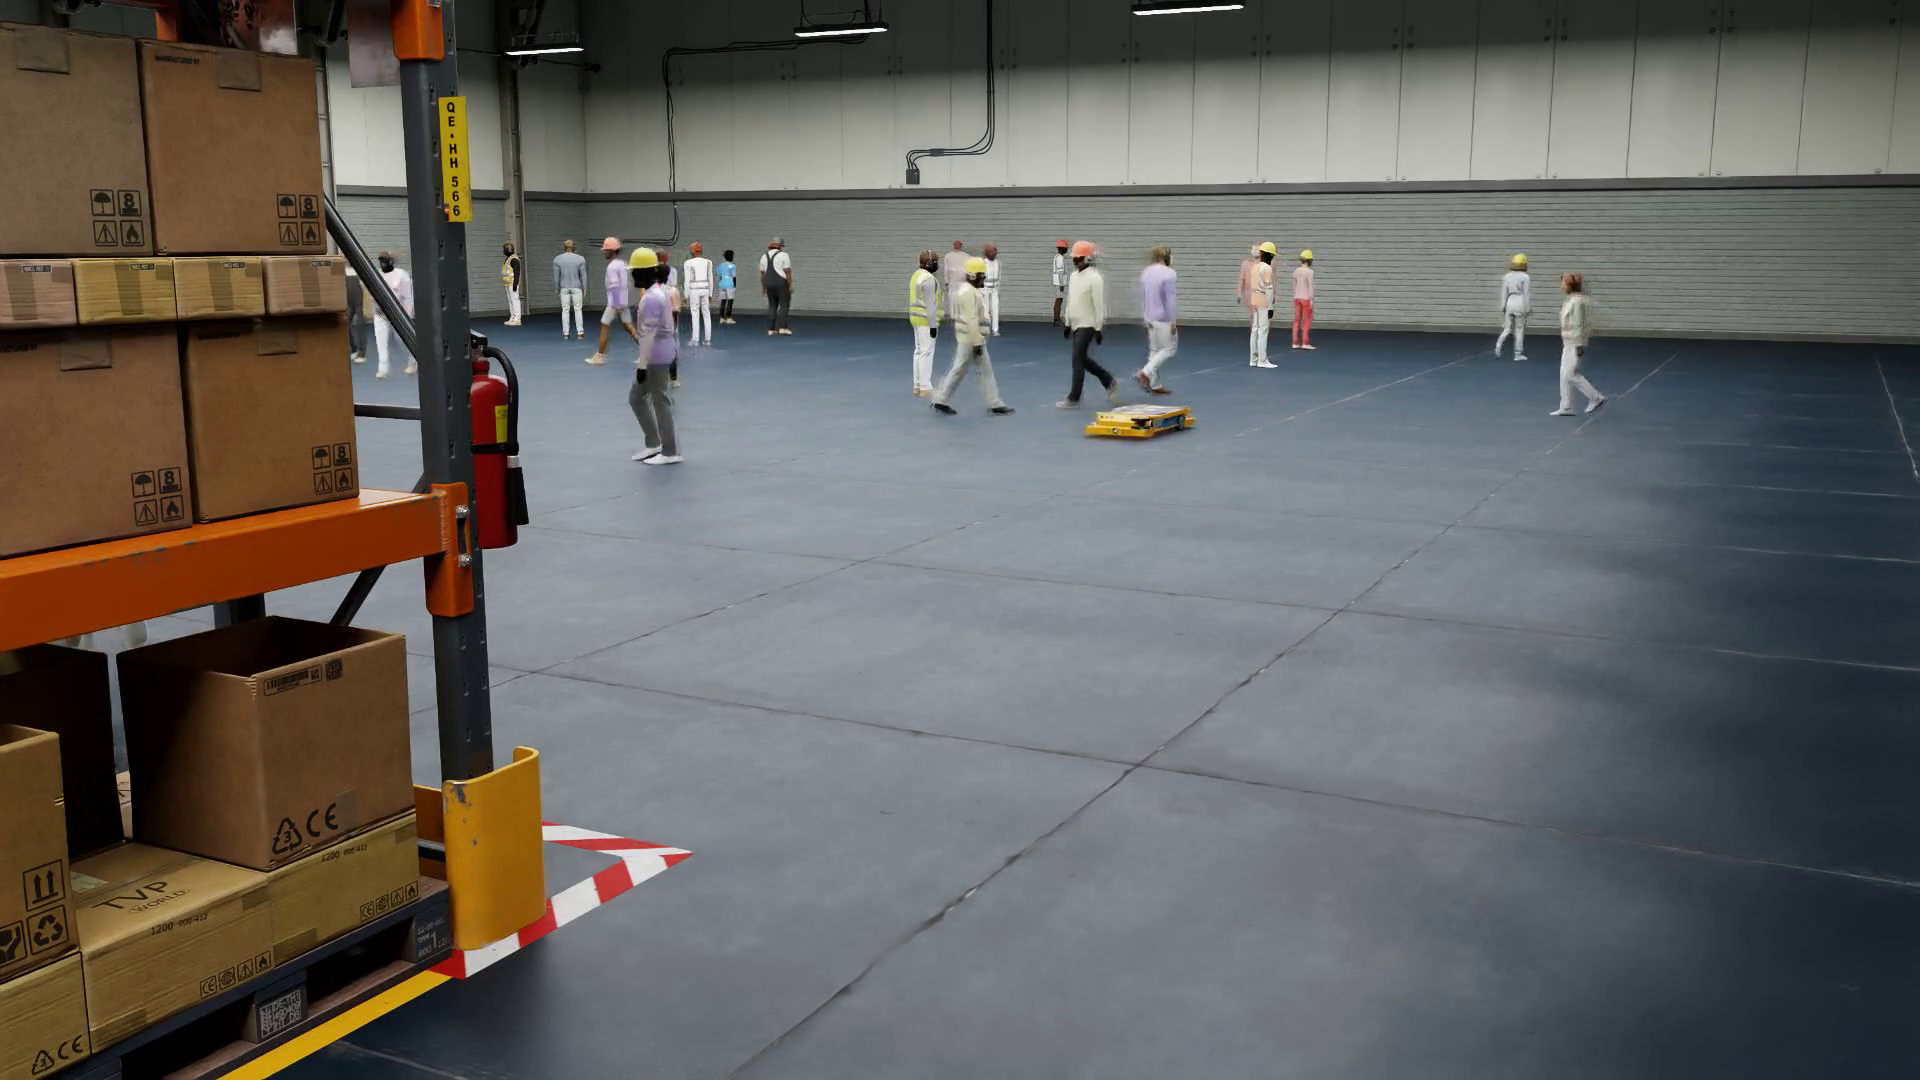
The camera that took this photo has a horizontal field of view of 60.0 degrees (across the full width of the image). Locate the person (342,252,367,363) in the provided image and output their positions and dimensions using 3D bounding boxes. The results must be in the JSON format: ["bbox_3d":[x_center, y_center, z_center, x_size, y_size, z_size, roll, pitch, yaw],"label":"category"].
[{"bbox_3d":[-9.577,-3.699,26.297,0.506,1.824,0.440,1,10,7],"label":"person"}]

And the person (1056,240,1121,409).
[{"bbox_3d":[1.523,-2.536,19.577,0.827,1.967,0.612,-4,11,-23],"label":"person"}]

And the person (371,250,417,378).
[{"bbox_3d":[-8.122,-3.240,23.847,0.632,1.816,0.869,2,11,10],"label":"person"}]

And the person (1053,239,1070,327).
[{"bbox_3d":[2.255,-5.699,36.903,0.368,1.935,0.552,0,10,-2],"label":"person"}]

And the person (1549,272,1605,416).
[{"bbox_3d":[6.889,-2.170,18.518,0.471,1.618,0.557,1,10,7],"label":"person"}]

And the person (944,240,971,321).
[{"bbox_3d":[-0.047,-6.107,39.214,0.643,1.909,0.400,1,10,5],"label":"person"}]

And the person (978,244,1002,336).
[{"bbox_3d":[0.543,-5.038,33.527,0.594,1.857,0.709,-6,12,-31],"label":"person"}]

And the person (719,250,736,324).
[{"bbox_3d":[-5.307,-5.786,38.081,0.535,1.681,0.342,9,13,39],"label":"person"}]

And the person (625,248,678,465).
[{"bbox_3d":[-2.757,-1.602,14.628,0.570,1.905,0.630,-1,10,-8],"label":"person"}]

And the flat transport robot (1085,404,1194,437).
[{"bbox_3d":[1.871,-1.240,17.136,0.652,0.197,1.431,5,12,27],"label":"flat transport robot"}]

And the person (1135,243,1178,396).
[{"bbox_3d":[2.456,-2.748,20.853,0.522,1.920,0.646,-5,12,-26],"label":"person"}]

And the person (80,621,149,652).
[{"bbox_3d":[-4.044,-0.207,7.785,0.506,1.632,0.265,-2,11,-8],"label":"person"}]

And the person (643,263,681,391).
[{"bbox_3d":[-3.907,-2.769,21.675,0.537,1.663,0.830,2,11,10],"label":"person"}]

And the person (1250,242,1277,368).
[{"bbox_3d":[4.655,-3.594,25.480,0.376,1.918,0.584,-3,11,-16],"label":"person"}]

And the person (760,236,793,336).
[{"bbox_3d":[-3.679,-5.158,33.670,0.843,2.000,0.631,7,12,32],"label":"person"}]

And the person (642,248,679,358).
[{"bbox_3d":[-4.713,-3.697,26.324,0.594,1.804,0.907,0,10,2],"label":"person"}]

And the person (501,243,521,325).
[{"bbox_3d":[-10.120,-5.760,37.498,0.429,1.841,0.634,-6,12,-29],"label":"person"}]

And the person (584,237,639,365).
[{"bbox_3d":[-5.328,-3.712,25.946,1.063,1.996,0.612,2,11,12],"label":"person"}]

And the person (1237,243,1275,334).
[{"bbox_3d":[5.406,-4.497,30.539,0.674,1.865,0.974,5,12,27],"label":"person"}]

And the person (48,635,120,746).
[{"bbox_3d":[-3.497,-0.062,6.356,0.328,1.871,0.523,2,11,11],"label":"person"}]

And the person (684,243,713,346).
[{"bbox_3d":[-4.817,-4.522,30.625,0.574,1.887,0.355,-7,13,-35],"label":"person"}]

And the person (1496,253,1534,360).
[{"bbox_3d":[8.995,-3.763,26.906,0.524,1.732,0.503,-7,12,-33],"label":"person"}]

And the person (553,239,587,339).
[{"bbox_3d":[-7.589,-4.881,32.445,0.633,1.936,0.355,-1,10,-3],"label":"person"}]

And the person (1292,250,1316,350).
[{"bbox_3d":[6.135,-4.268,29.573,0.330,1.765,0.532,-6,12,-29],"label":"person"}]

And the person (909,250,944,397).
[{"bbox_3d":[-0.415,-2.724,20.970,0.429,1.835,0.630,-3,11,-17],"label":"person"}]

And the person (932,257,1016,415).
[{"bbox_3d":[0.120,-2.269,18.632,0.940,1.785,0.610,2,11,9],"label":"person"}]
